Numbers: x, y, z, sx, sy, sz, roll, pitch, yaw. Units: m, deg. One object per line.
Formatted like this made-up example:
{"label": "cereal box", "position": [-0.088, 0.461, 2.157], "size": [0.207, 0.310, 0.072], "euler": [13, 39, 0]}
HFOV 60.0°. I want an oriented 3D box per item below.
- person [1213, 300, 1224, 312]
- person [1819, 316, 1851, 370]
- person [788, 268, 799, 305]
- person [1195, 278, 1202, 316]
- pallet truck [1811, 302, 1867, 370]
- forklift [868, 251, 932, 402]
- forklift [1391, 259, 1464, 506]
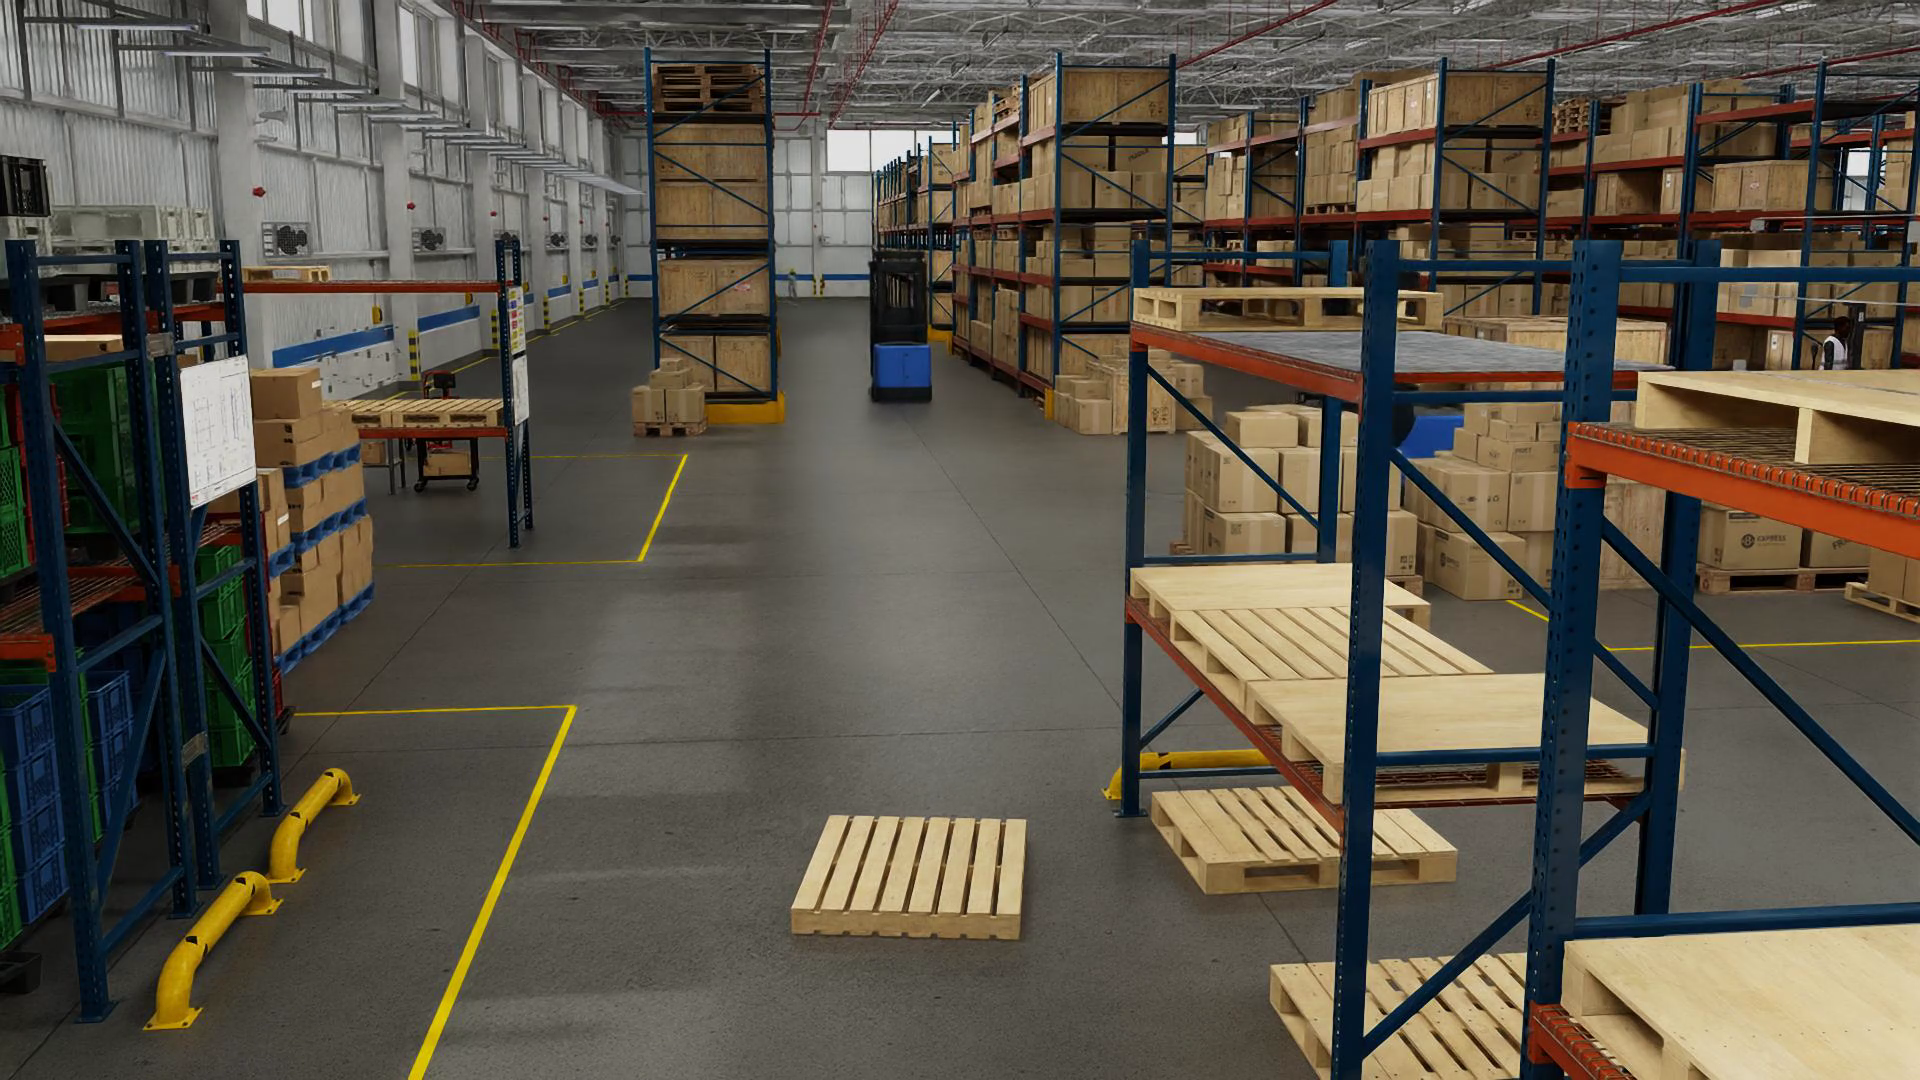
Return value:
{"label": "person", "position": [7.096, -6.064, 45.923], "size": [0.870, 1.644, 0.543], "euler": [-2, 10, -12]}
{"label": "person", "position": [13.033, -2.385, 24.844], "size": [0.587, 1.911, 0.397], "euler": [-10, 14, -43]}
{"label": "person", "position": [-7.820, -11.858, 77.837], "size": [0.383, 1.724, 0.552], "euler": [9, 14, 42]}
{"label": "person", "position": [7.136, -6.971, 50.286], "size": [0.785, 1.882, 0.659], "euler": [-1, 10, -6]}
{"label": "pallet truck", "position": [15.846, -3.142, 28.793], "size": [1.885, 1.965, 0.823], "euler": [2, 10, 12]}
{"label": "forklift", "position": [-1.135, -4.073, 31.503], "size": [1.129, 2.768, 1.873], "euler": [-1, 10, -6]}
{"label": "forklift", "position": [4.885, -1.795, 18.880], "size": [1.873, 2.768, 1.129], "euler": [-1, 10, -6]}
